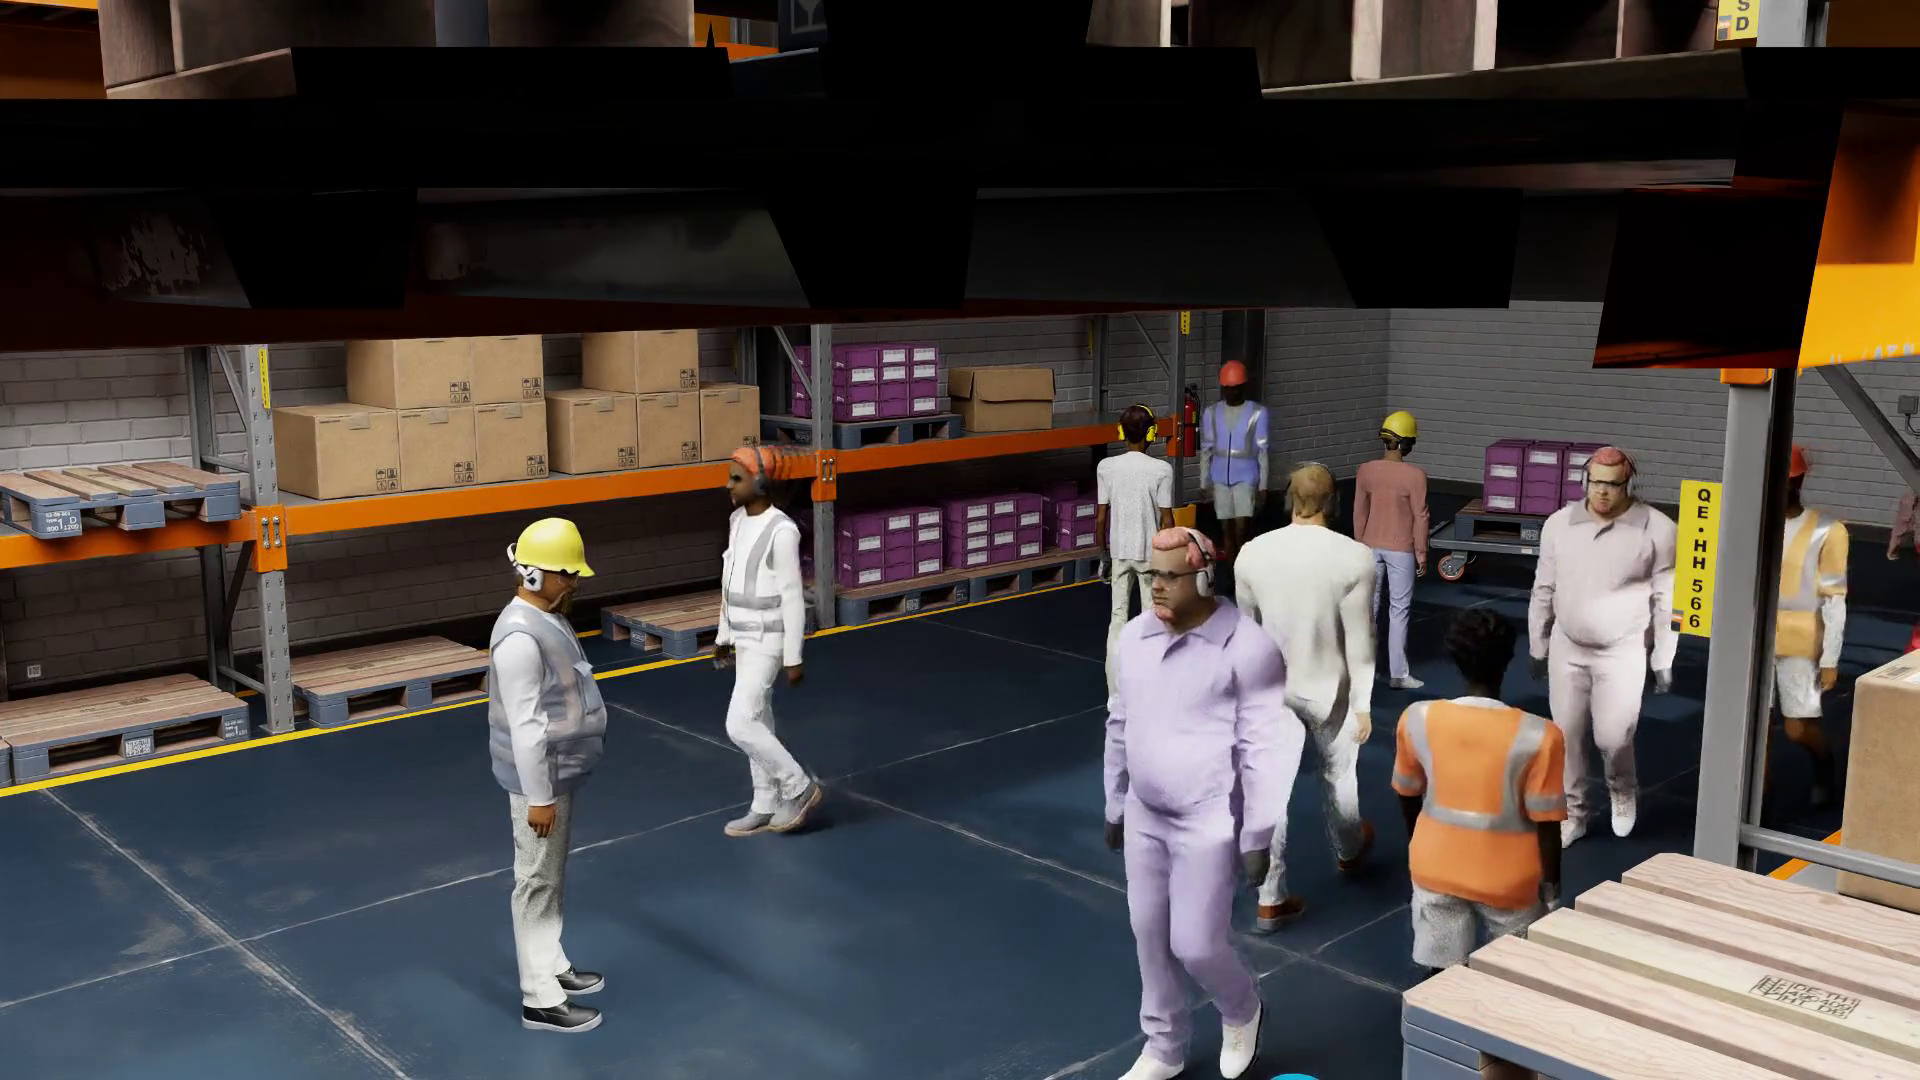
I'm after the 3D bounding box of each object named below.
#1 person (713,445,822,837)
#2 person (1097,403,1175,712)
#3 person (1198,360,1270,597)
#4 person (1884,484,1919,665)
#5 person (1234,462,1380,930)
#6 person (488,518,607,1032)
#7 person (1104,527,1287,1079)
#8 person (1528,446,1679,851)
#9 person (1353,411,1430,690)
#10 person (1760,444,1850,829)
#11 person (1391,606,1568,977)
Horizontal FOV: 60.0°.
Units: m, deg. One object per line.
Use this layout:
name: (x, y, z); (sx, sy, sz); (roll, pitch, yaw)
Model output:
person: (-0.970, 0.486, 7.797); (0.406, 1.869, 0.580); (-5, 11, -25)
person: (1.064, 0.119, 9.949); (0.512, 1.869, 0.328); (5, 11, 25)
person: (2.171, -0.477, 13.284); (0.554, 1.913, 0.497); (5, 11, 28)
person: (6.449, 0.019, 10.982); (0.936, 1.715, 0.552); (-4, 11, -24)
person: (1.476, 0.615, 7.001); (0.638, 1.877, 1.041); (6, 11, 31)
person: (-1.463, 0.825, 5.950); (0.403, 1.822, 0.588); (-1, 10, -7)
person: (0.730, 0.887, 5.387); (0.459, 1.889, 0.663); (-9, 13, -43)
person: (2.925, 0.503, 7.623); (0.673, 1.887, 0.458); (8, 13, 39)
person: (2.748, 0.064, 10.570); (0.326, 1.767, 0.533); (-9, 13, -41)
person: (3.896, 0.467, 7.830); (0.674, 1.908, 0.549); (-9, 13, -43)
person: (1.588, 1.034, 5.129); (0.560, 1.671, 0.535); (7, 12, 34)
